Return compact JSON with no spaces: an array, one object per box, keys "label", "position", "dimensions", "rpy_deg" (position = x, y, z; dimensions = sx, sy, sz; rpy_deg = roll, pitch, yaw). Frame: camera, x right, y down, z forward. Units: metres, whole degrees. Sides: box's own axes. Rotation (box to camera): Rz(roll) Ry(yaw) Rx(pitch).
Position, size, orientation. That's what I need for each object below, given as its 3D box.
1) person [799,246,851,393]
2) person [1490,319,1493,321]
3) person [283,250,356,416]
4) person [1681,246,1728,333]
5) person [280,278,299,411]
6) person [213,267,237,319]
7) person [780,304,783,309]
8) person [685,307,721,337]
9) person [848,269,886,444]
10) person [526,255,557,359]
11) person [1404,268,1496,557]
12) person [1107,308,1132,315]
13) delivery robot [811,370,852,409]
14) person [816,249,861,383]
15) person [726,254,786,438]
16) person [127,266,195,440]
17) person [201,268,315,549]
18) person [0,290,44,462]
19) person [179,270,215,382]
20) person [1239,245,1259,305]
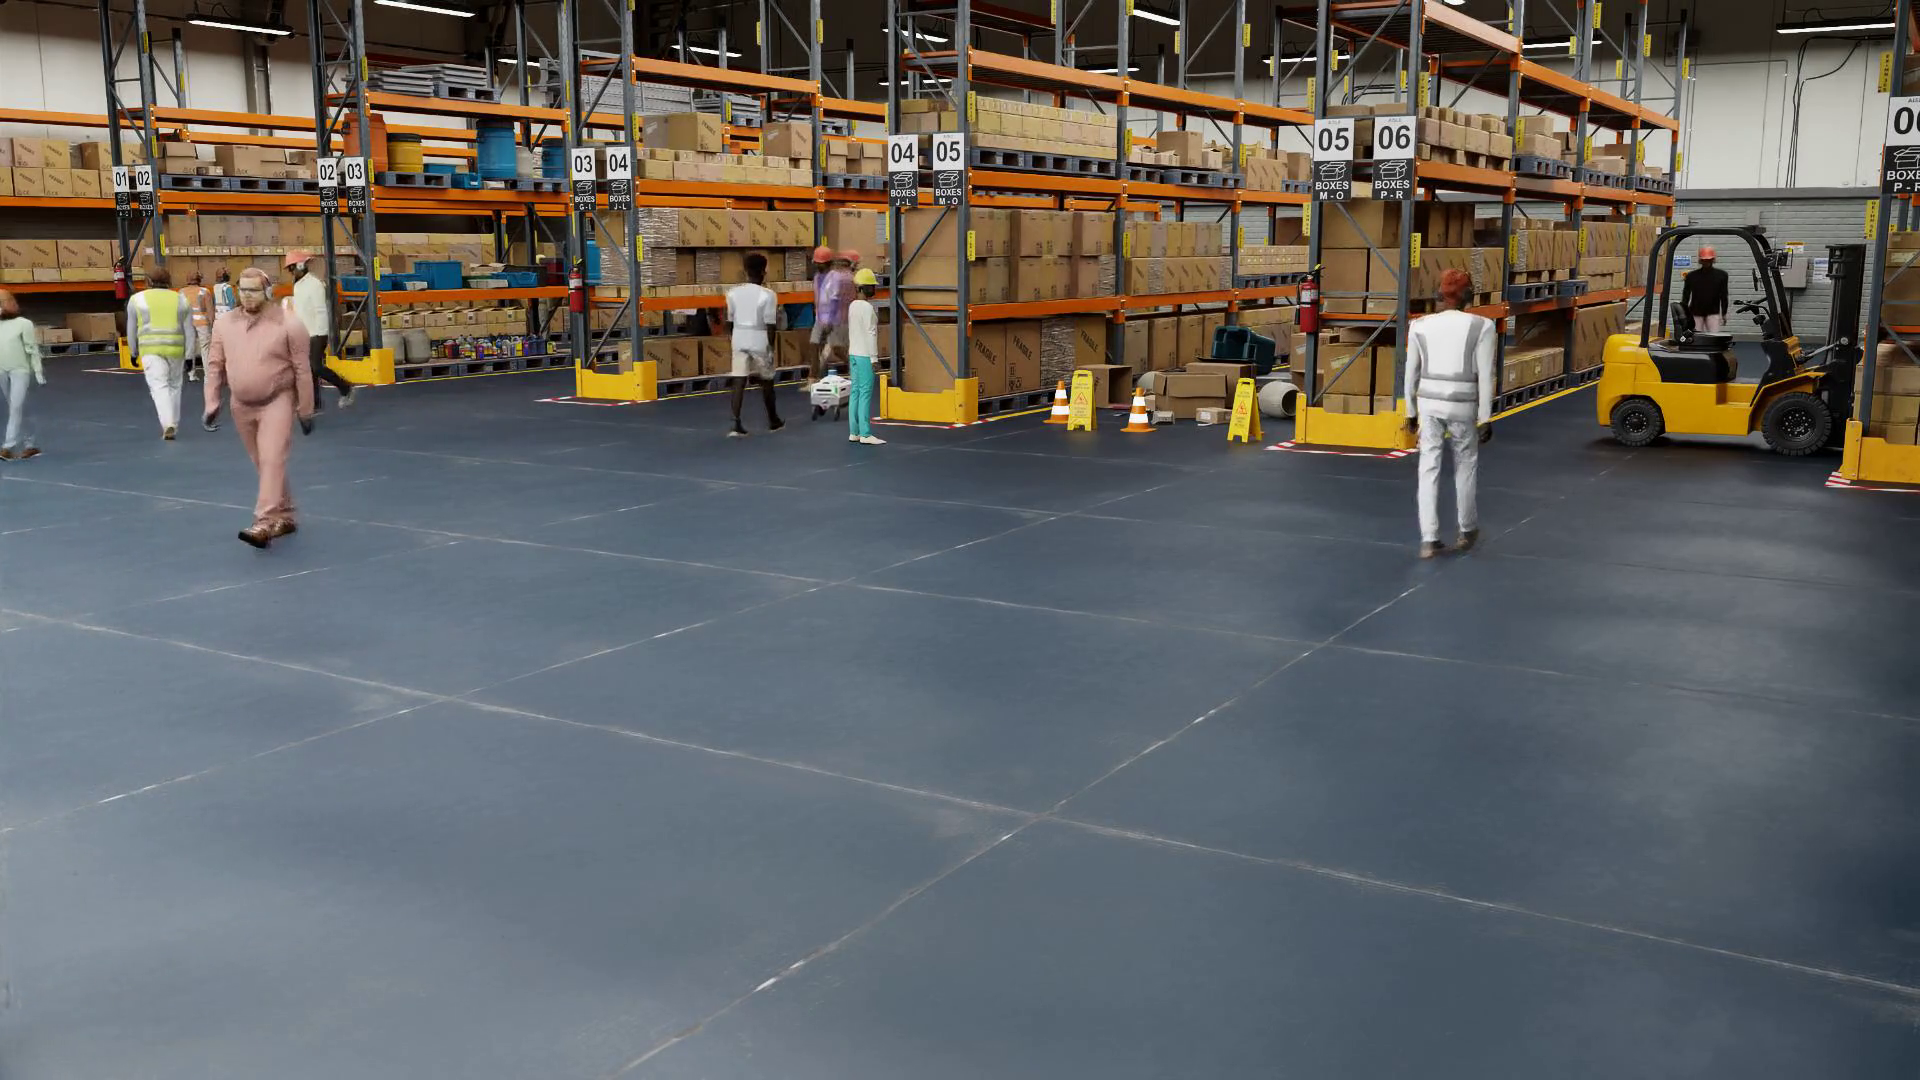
[{"label":"person","position":[-1.735,-2.985,22.560],"dimensions":[0.599,2.000,0.878],"rpy_deg":[10,14,44]},{"label":"person","position":[9.038,-4.015,28.723],"dimensions":[0.571,1.843,0.373],"rpy_deg":[2,10,11]},{"label":"person","position":[-7.576,-2.438,19.616],"dimensions":[0.631,1.955,0.632],"rpy_deg":[9,14,43]},{"label":"person","position":[11.019,-3.347,24.627],"dimensions":[0.665,1.967,0.784],"rpy_deg":[4,11,19]},{"label":"person","position":[-7.949,-2.370,20.047],"dimensions":[0.593,1.662,0.357],"rpy_deg":[1,10,7]},{"label":"person","position":[-11.717,-3.526,26.558],"dimensions":[0.514,1.642,0.310],"rpy_deg":[7,12,35]},{"label":"person","position":[-3.959,-5.308,35.858],"dimensions":[0.638,1.884,1.022],"rpy_deg":[9,14,42]},{"label":"person","position":[-3.967,-3.450,25.507],"dimensions":[0.971,1.874,0.600],"rpy_deg":[-5,11,-24]},{"label":"person","position":[-0.959,-1.848,16.812],"dimensions":[0.315,1.769,0.525],"rpy_deg":[-5,11,-27]},{"label":"person","position":[-7.304,-4.054,29.007],"dimensions":[0.586,1.825,0.403],"rpy_deg":[6,12,31]},{"label":"person","position":[3.244,-0.845,10.947],"dimensions":[0.611,1.848,0.896],"rpy_deg":[6,12,30]},{"label":"person","position":[3.005,-4.483,31.217],"dimensions":[0.736,1.893,0.474],"rpy_deg":[-4,11,-19]},{"label":"delivery robot","position":[-1.473,-1.729,19.257],"dimensions":[0.477,0.478,0.707],"rpy_deg":[2,11,13]},{"label":"person","position":[-1.704,-3.151,23.605],"dimensions":[0.641,1.950,0.987],"rpy_deg":[9,14,42]},{"label":"person","position":[-2.174,-2.041,17.491],"dimensions":[0.624,1.919,1.001],"rpy_deg":[3,11,18]},{"label":"person","position":[-8.285,-1.950,17.306],"dimensions":[0.616,1.800,0.949],"rpy_deg":[-7,13,-36]},{"label":"person","position":[-4.718,-0.875,11.132],"dimensions":[0.649,1.849,1.013],"rpy_deg":[1,10,6]},{"label":"person","position":[-8.848,-1.513,15.422],"dimensions":[0.533,1.587,0.855],"rpy_deg":[1,10,7]},{"label":"person","position":[-11.164,-3.131,24.361],"dimensions":[0.517,1.636,0.313],"rpy_deg":[1,10,7]},{"label":"person","position":[6.313,-5.520,36.609],"dimensions":[0.696,2.000,0.789],"rpy_deg":[-8,13,-38]}]
